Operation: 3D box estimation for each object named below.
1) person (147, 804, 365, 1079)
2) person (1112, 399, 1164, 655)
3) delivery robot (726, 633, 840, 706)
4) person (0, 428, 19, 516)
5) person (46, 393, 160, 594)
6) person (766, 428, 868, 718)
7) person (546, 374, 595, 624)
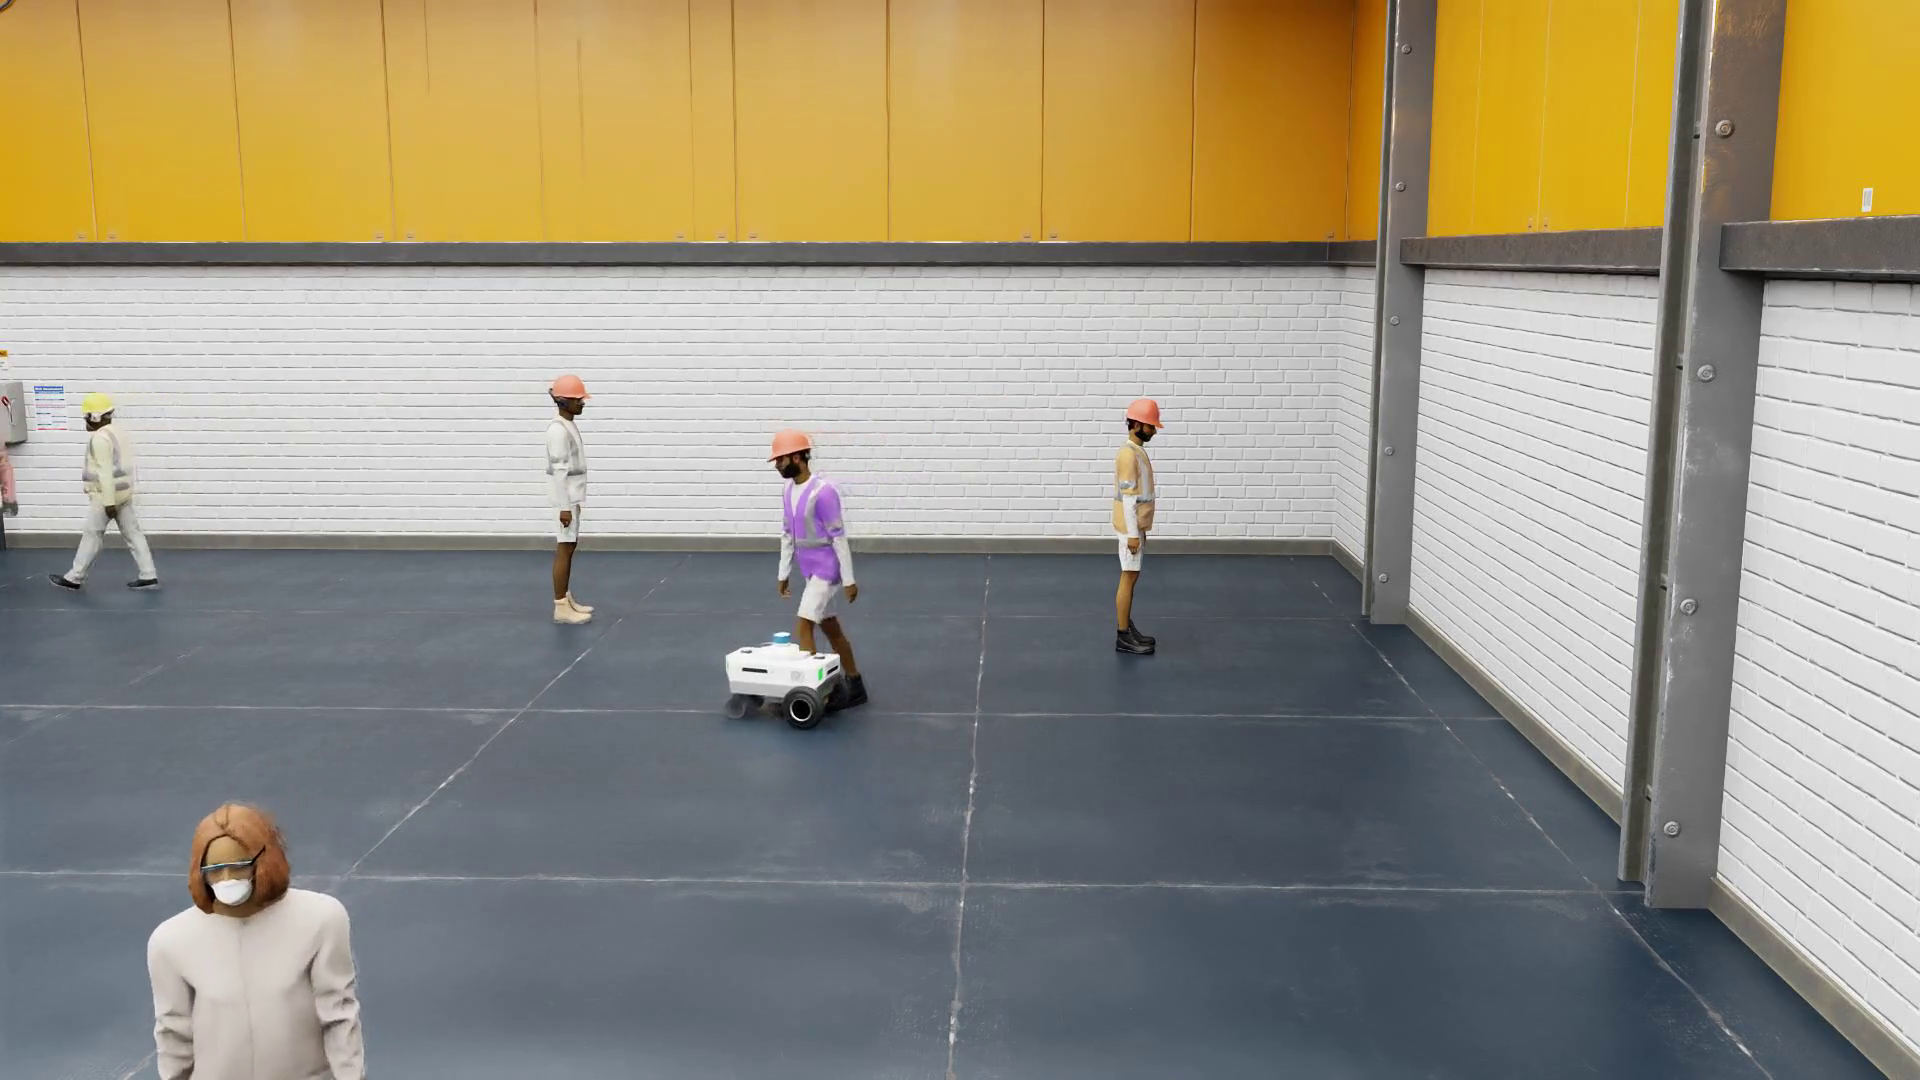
[{"bbox_3d":[-1.831,1.450,4.386,0.502,1.612,0.682,-4,10,-20],"label":"person"},{"bbox_3d":[1.343,-0.107,12.595,0.368,1.929,0.542,2,10,10],"label":"person"},{"bbox_3d":[-1.148,0.844,10.770,0.707,0.478,0.477,3,10,18],"label":"delivery robot"},{"bbox_3d":[-8.283,-0.337,14.056,0.785,1.881,0.673,6,12,33],"label":"person"},{"bbox_3d":[-7.640,-0.410,14.781,0.930,1.778,0.623,-1,10,-7],"label":"person"},{"bbox_3d":[-0.967,0.214,10.826,0.886,1.880,0.562,-6,11,-29],"label":"person"},{"bbox_3d":[-3.182,-0.341,13.629,0.391,2.040,0.615,-1,10,-6],"label":"person"}]
